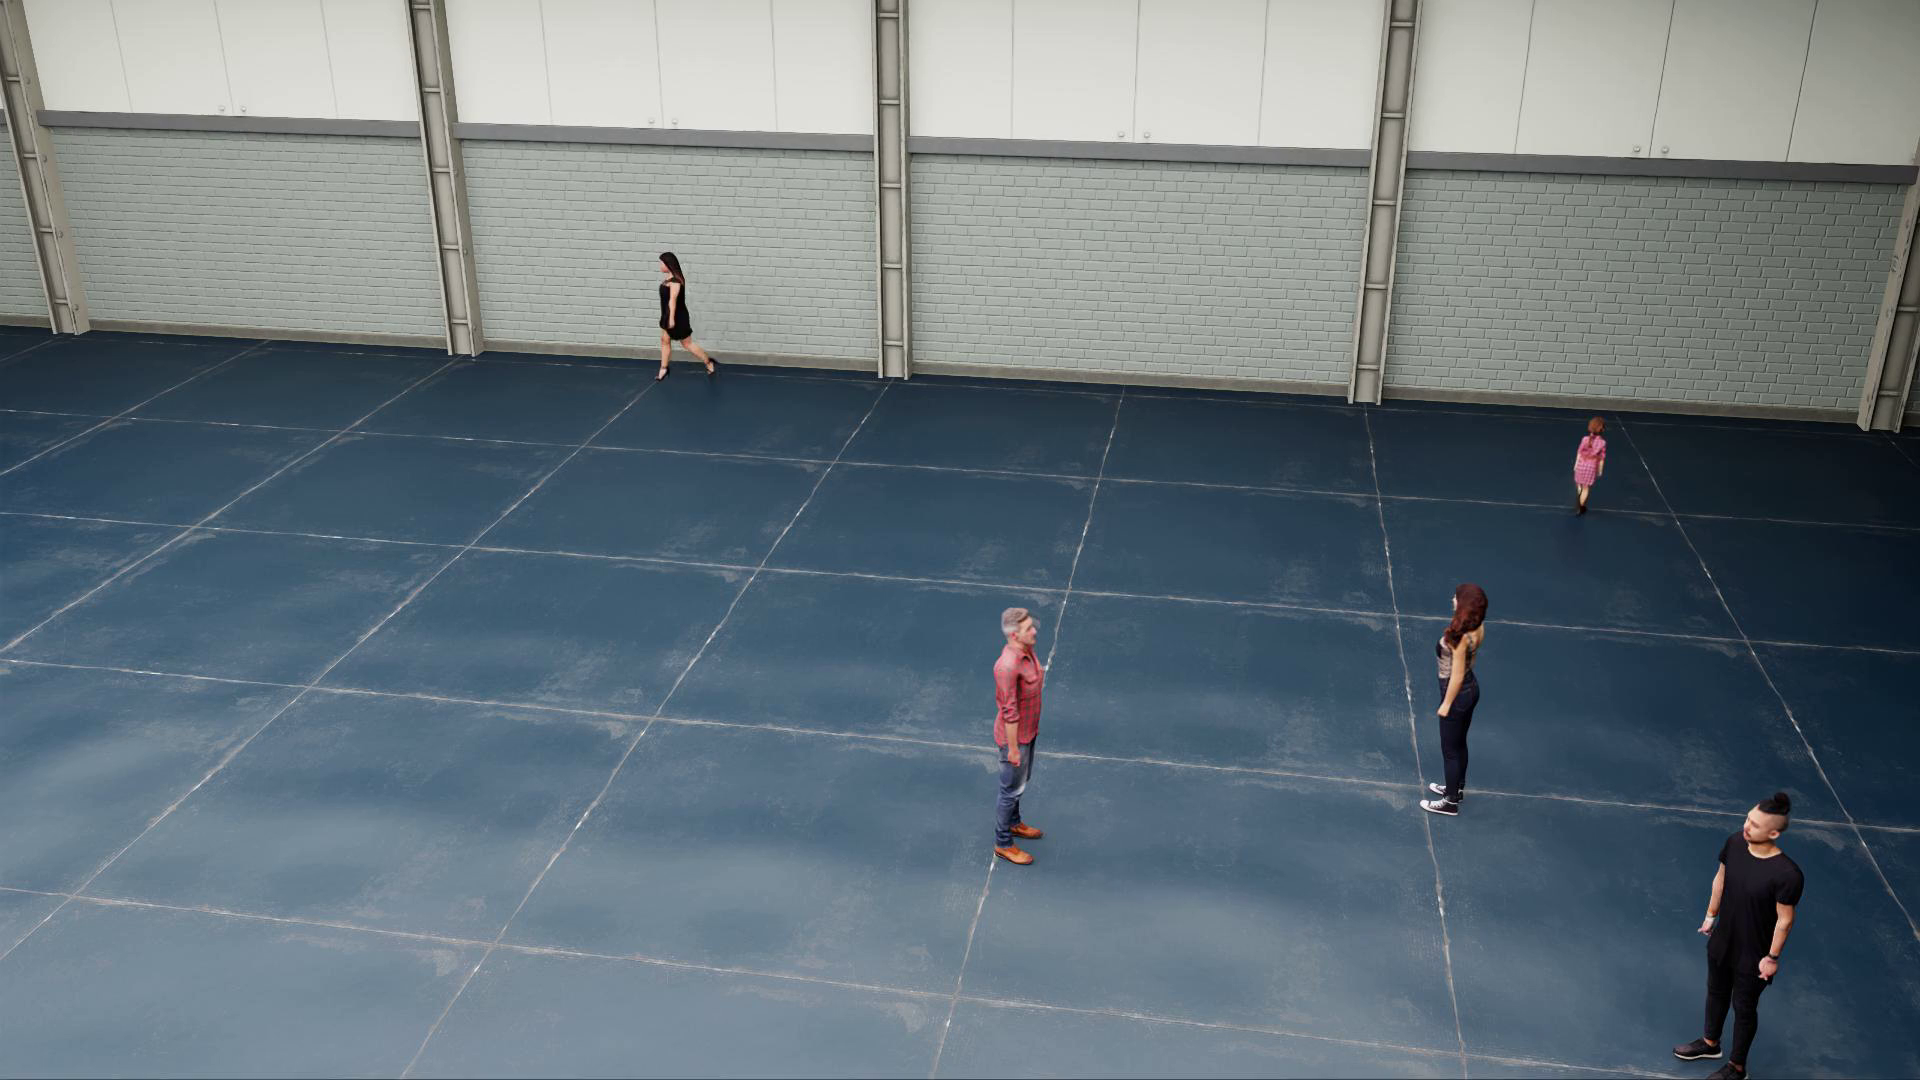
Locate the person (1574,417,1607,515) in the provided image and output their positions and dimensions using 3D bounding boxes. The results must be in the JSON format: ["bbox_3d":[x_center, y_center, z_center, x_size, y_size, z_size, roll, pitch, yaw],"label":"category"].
[{"bbox_3d":[6.488,-0.754,17.211,0.715,0.994,0.658,14,27,30],"label":"person"}]

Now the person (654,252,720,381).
[{"bbox_3d":[-3.508,-2.802,21.153,1.169,1.678,0.906,-4,23,-10],"label":"person"}]

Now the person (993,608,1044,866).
[{"bbox_3d":[0.380,1.294,11.321,0.552,1.834,0.690,5,24,12],"label":"person"}]

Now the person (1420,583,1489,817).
[{"bbox_3d":[3.547,1.120,11.812,0.654,1.770,0.676,14,27,29],"label":"person"}]

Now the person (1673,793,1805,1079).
[{"bbox_3d":[4.337,2.186,9.181,0.758,1.868,0.774,-7,24,-16],"label":"person"}]
